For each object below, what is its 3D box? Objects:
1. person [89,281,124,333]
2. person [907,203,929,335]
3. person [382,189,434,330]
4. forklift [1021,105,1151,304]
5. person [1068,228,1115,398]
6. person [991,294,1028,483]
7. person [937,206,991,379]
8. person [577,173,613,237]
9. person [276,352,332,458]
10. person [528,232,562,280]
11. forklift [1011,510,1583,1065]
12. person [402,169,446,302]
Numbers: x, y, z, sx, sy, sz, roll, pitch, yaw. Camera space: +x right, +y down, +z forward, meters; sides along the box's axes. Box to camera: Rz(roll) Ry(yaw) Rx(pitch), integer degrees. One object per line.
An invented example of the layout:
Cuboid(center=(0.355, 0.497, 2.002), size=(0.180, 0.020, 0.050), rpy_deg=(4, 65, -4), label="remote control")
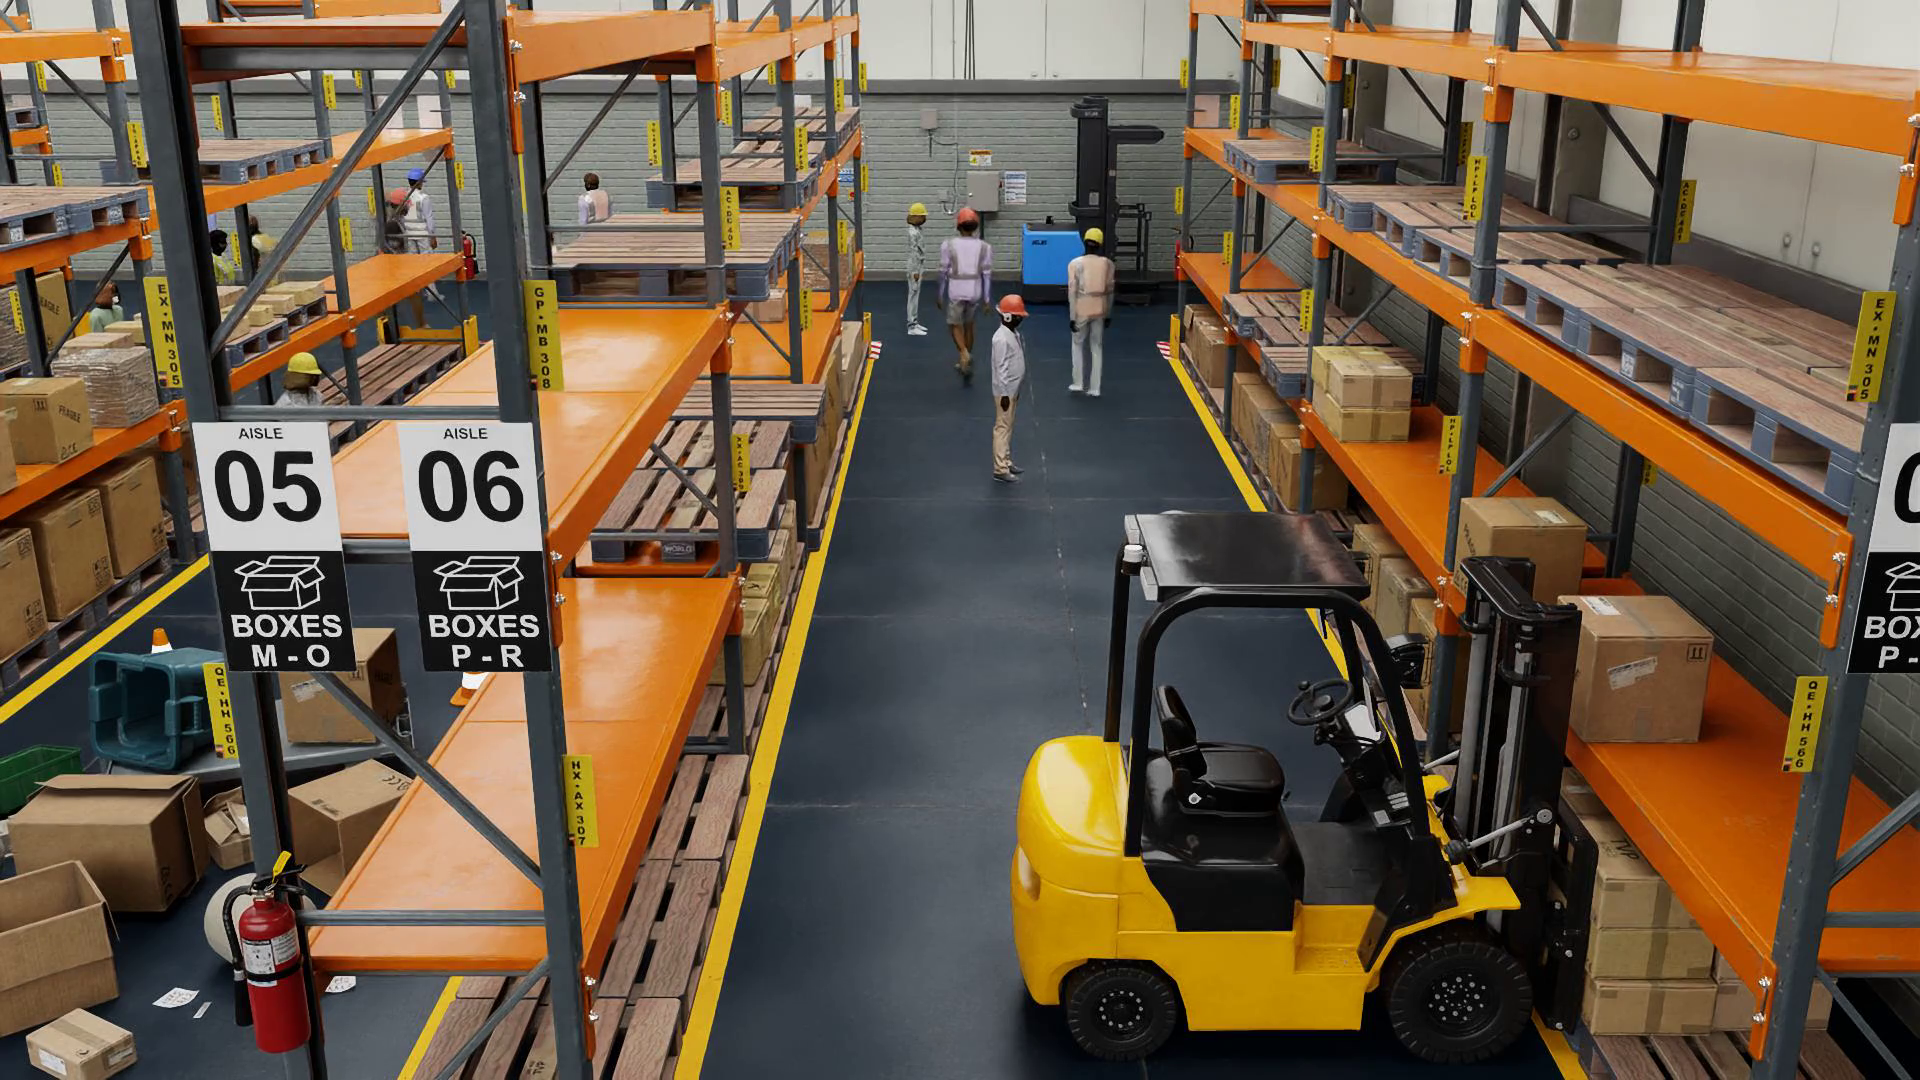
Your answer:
Cuboid(center=(-8.667, -1.846, 17.045), size=(0.287, 1.625, 0.497), rpy_deg=(2, 18, 6), label="person")
Cuboid(center=(-0.563, -3.626, 22.238), size=(0.308, 1.743, 0.494), rpy_deg=(1, 18, 2), label="person")
Cuboid(center=(-7.194, -3.565, 21.660), size=(0.949, 1.984, 0.643), rpy_deg=(-9, 20, -25), label="person")
Cuboid(center=(1.857, -4.944, 24.441), size=(1.873, 2.768, 1.129), rpy_deg=(0, 18, 0), label="forklift")
Cuboid(center=(1.488, -2.560, 18.794), size=(0.601, 1.877, 0.651), rpy_deg=(-5, 19, -16), label="person")
Cuboid(center=(0.463, -1.427, 15.574), size=(0.327, 1.751, 0.560), rpy_deg=(3, 19, 10), label="person")
Cuboid(center=(0.074, -2.898, 19.608), size=(0.631, 2.025, 0.771), rpy_deg=(-5, 19, -15), label="person")
Cuboid(center=(-5.470, -4.560, 24.910), size=(0.429, 1.844, 0.626), rpy_deg=(12, 22, 33), label="person")
Cuboid(center=(-5.152, -0.632, 13.203), size=(0.327, 1.737, 0.487), rpy_deg=(7, 19, 20), label="person")
Cuboid(center=(-4.884, -2.871, 19.884), size=(0.529, 1.783, 1.003), rpy_deg=(-14, 23, -37), label="person")
Cuboid(center=(1.387, 1.055, 7.378), size=(2.313, 2.155, 1.214), rpy_deg=(0, 18, 0), label="forklift")
Cuboid(center=(-7.966, -4.488, 24.540), size=(0.602, 1.938, 0.400), rpy_deg=(8, 20, 24), label="person")
